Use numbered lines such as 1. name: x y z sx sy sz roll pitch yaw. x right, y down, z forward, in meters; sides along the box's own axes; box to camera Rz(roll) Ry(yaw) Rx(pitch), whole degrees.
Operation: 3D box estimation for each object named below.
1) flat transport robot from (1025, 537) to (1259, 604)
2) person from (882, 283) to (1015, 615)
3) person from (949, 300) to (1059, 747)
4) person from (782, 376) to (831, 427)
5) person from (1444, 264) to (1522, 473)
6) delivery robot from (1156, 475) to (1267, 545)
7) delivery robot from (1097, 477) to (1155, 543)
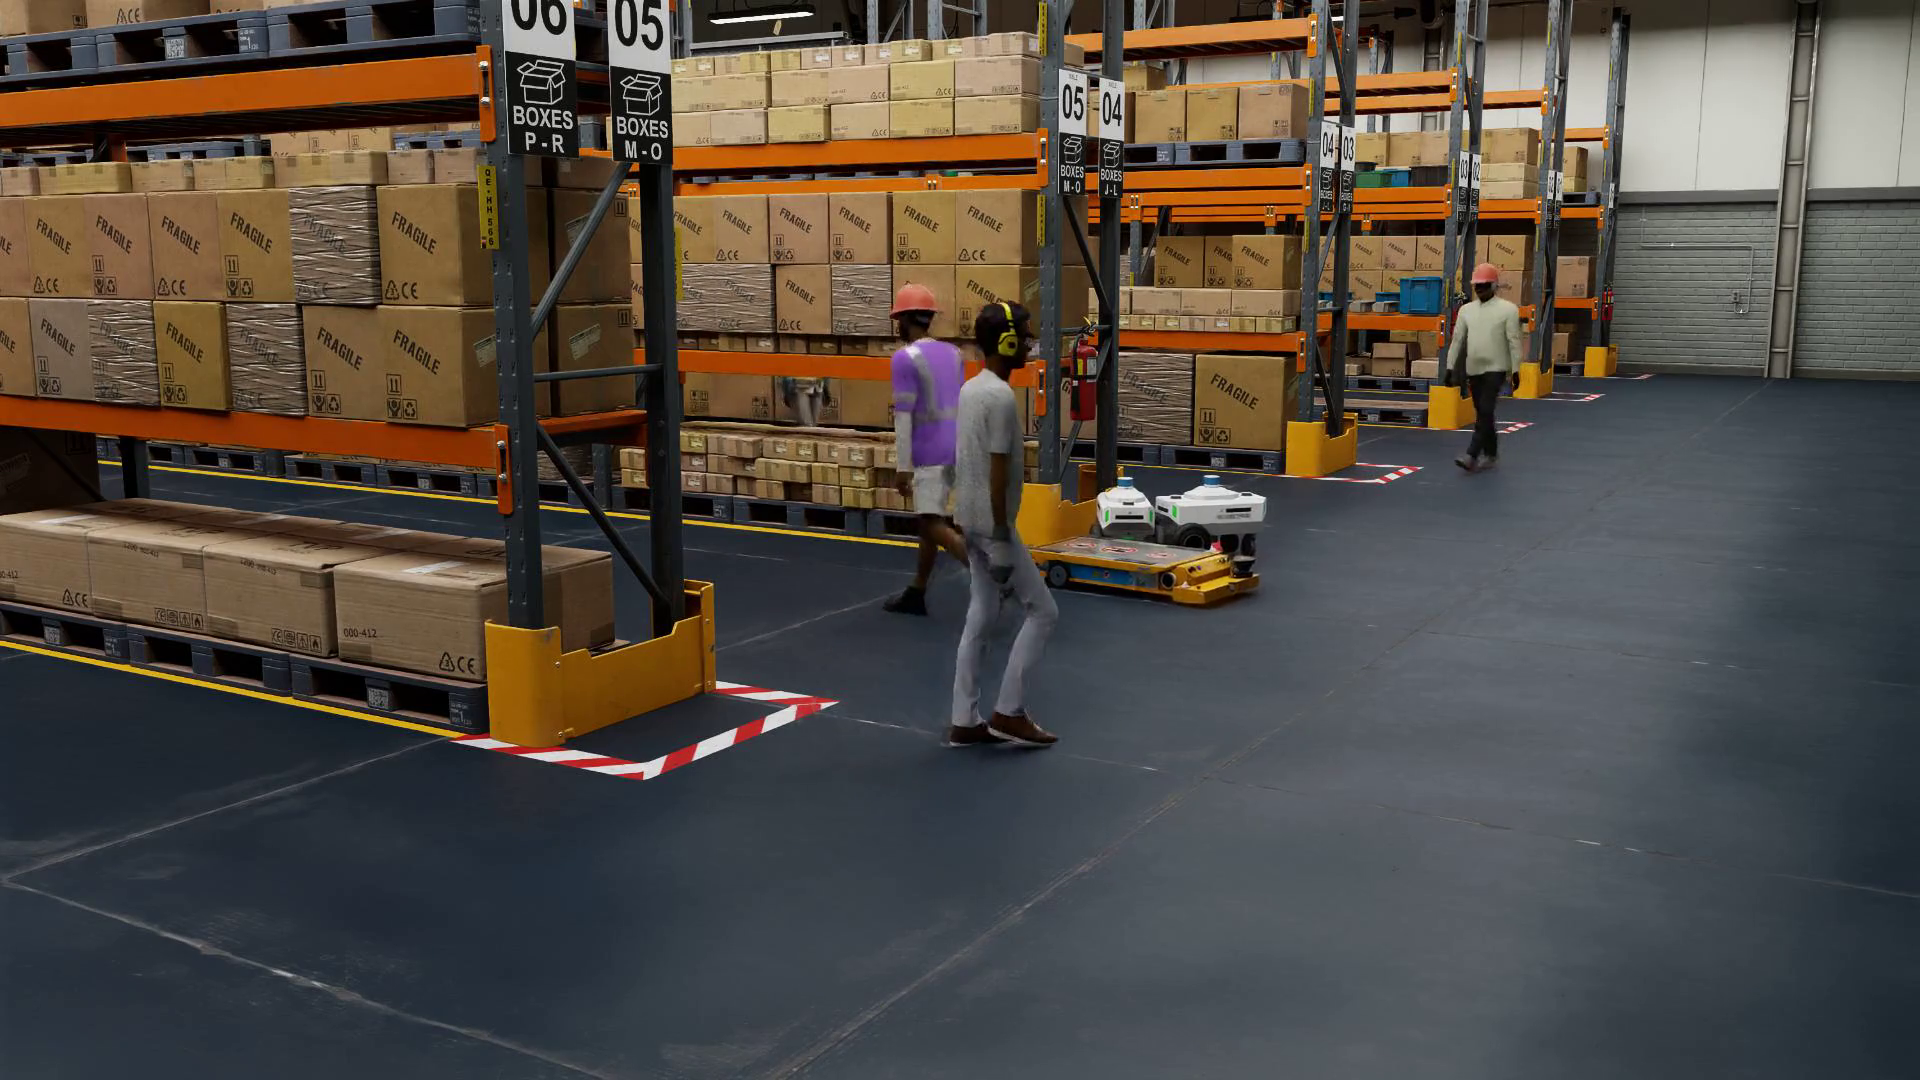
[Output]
1. flat transport robot: 1.047 0.162 10.208 1.431 0.197 0.652 8 12 38
2. person: -0.053 -0.461 9.152 0.893 1.894 0.572 7 12 34
3. person: 0.206 -0.047 6.826 0.586 1.849 0.551 -3 10 -17
4. person: -1.355 -1.311 14.840 0.370 1.625 0.536 8 12 39
5. person: 4.888 -1.613 15.685 0.991 1.944 0.649 -9 13 -42
6. delivery robot: 1.690 -0.191 11.174 0.707 0.478 0.477 -3 10 -16
7. delivery robot: 1.101 -0.176 11.086 0.477 0.478 0.707 0 10 1
